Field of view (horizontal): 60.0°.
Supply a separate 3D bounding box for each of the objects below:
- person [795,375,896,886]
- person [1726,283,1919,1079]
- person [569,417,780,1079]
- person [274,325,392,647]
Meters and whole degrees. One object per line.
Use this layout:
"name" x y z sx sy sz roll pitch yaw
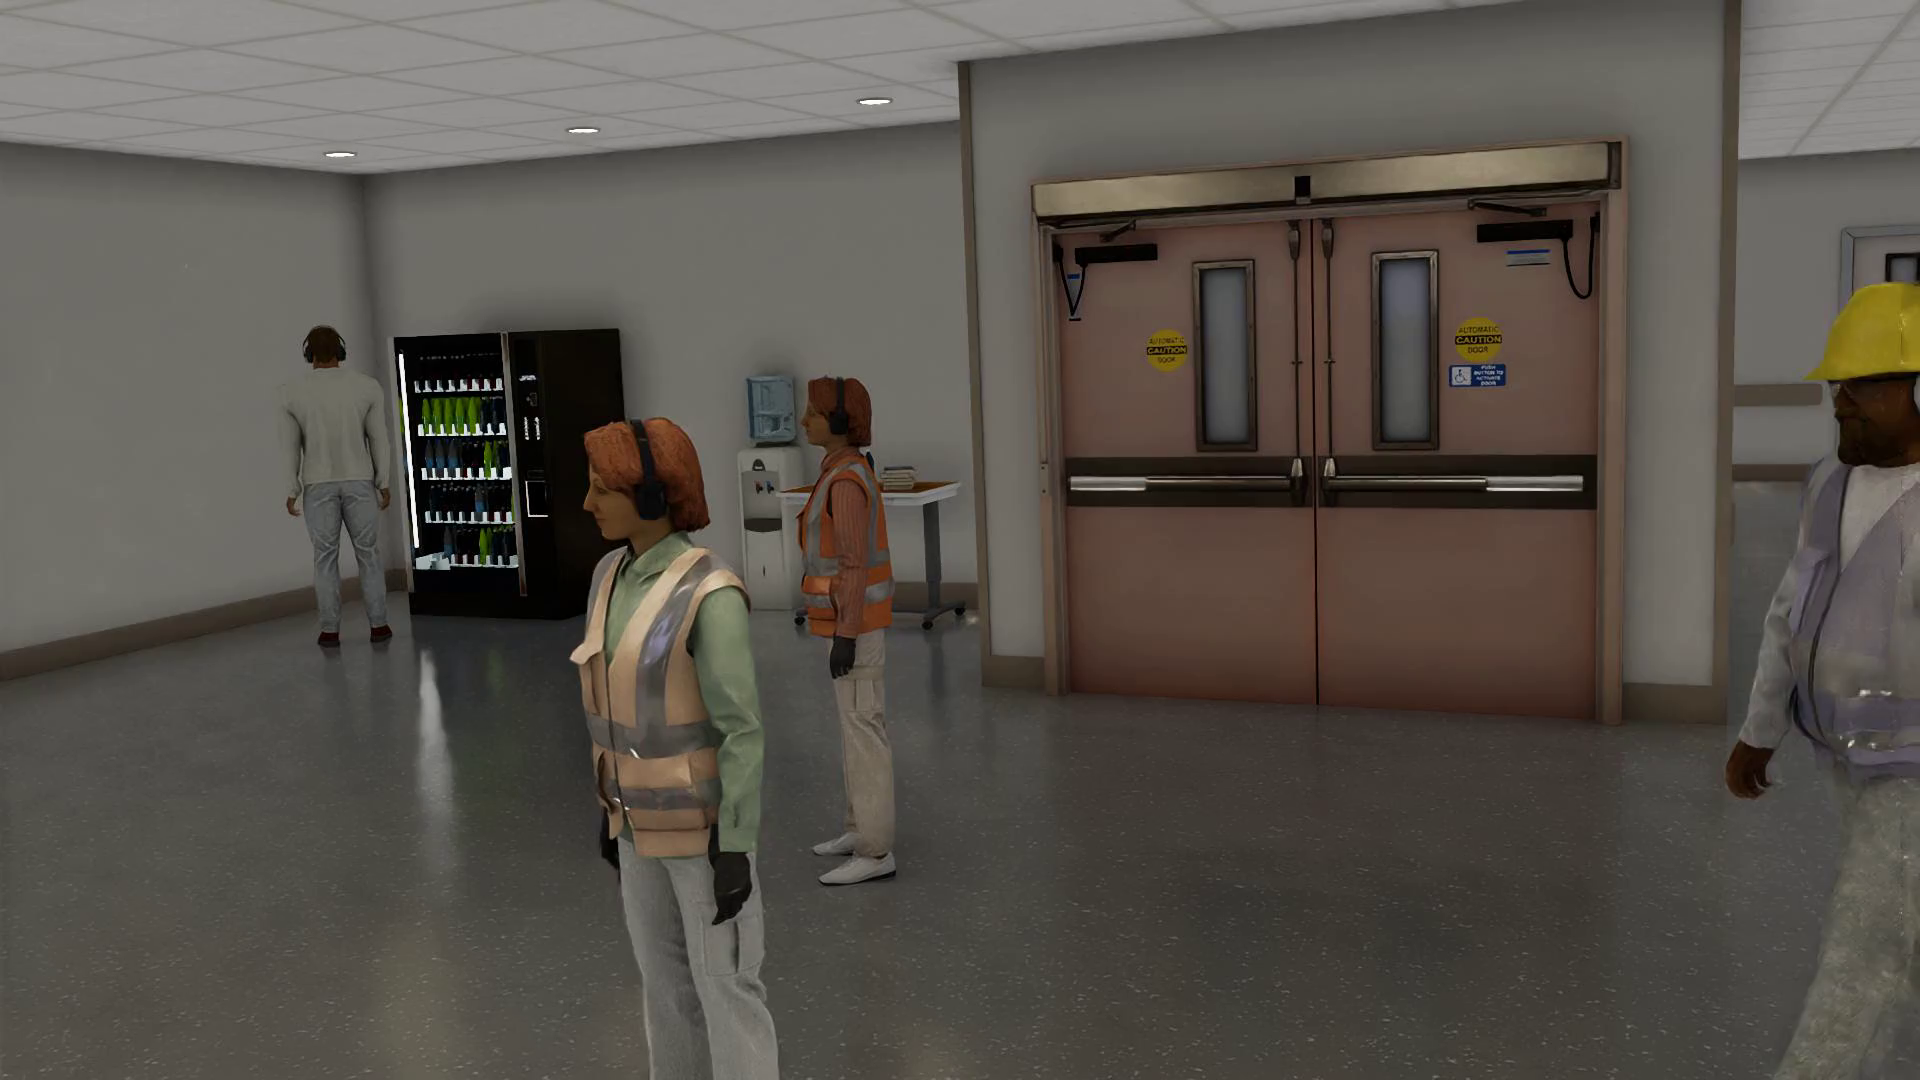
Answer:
"person" -0.362 0.285 5.415 0.308 1.645 0.514 -3 7 -7
"person" 1.737 0.409 3.250 0.912 1.786 0.606 -3 7 -7
"person" -0.552 0.577 3.255 0.313 1.636 0.517 -8 10 -39
"person" -3.746 -0.320 10.013 0.627 1.934 0.372 -5 8 -22
